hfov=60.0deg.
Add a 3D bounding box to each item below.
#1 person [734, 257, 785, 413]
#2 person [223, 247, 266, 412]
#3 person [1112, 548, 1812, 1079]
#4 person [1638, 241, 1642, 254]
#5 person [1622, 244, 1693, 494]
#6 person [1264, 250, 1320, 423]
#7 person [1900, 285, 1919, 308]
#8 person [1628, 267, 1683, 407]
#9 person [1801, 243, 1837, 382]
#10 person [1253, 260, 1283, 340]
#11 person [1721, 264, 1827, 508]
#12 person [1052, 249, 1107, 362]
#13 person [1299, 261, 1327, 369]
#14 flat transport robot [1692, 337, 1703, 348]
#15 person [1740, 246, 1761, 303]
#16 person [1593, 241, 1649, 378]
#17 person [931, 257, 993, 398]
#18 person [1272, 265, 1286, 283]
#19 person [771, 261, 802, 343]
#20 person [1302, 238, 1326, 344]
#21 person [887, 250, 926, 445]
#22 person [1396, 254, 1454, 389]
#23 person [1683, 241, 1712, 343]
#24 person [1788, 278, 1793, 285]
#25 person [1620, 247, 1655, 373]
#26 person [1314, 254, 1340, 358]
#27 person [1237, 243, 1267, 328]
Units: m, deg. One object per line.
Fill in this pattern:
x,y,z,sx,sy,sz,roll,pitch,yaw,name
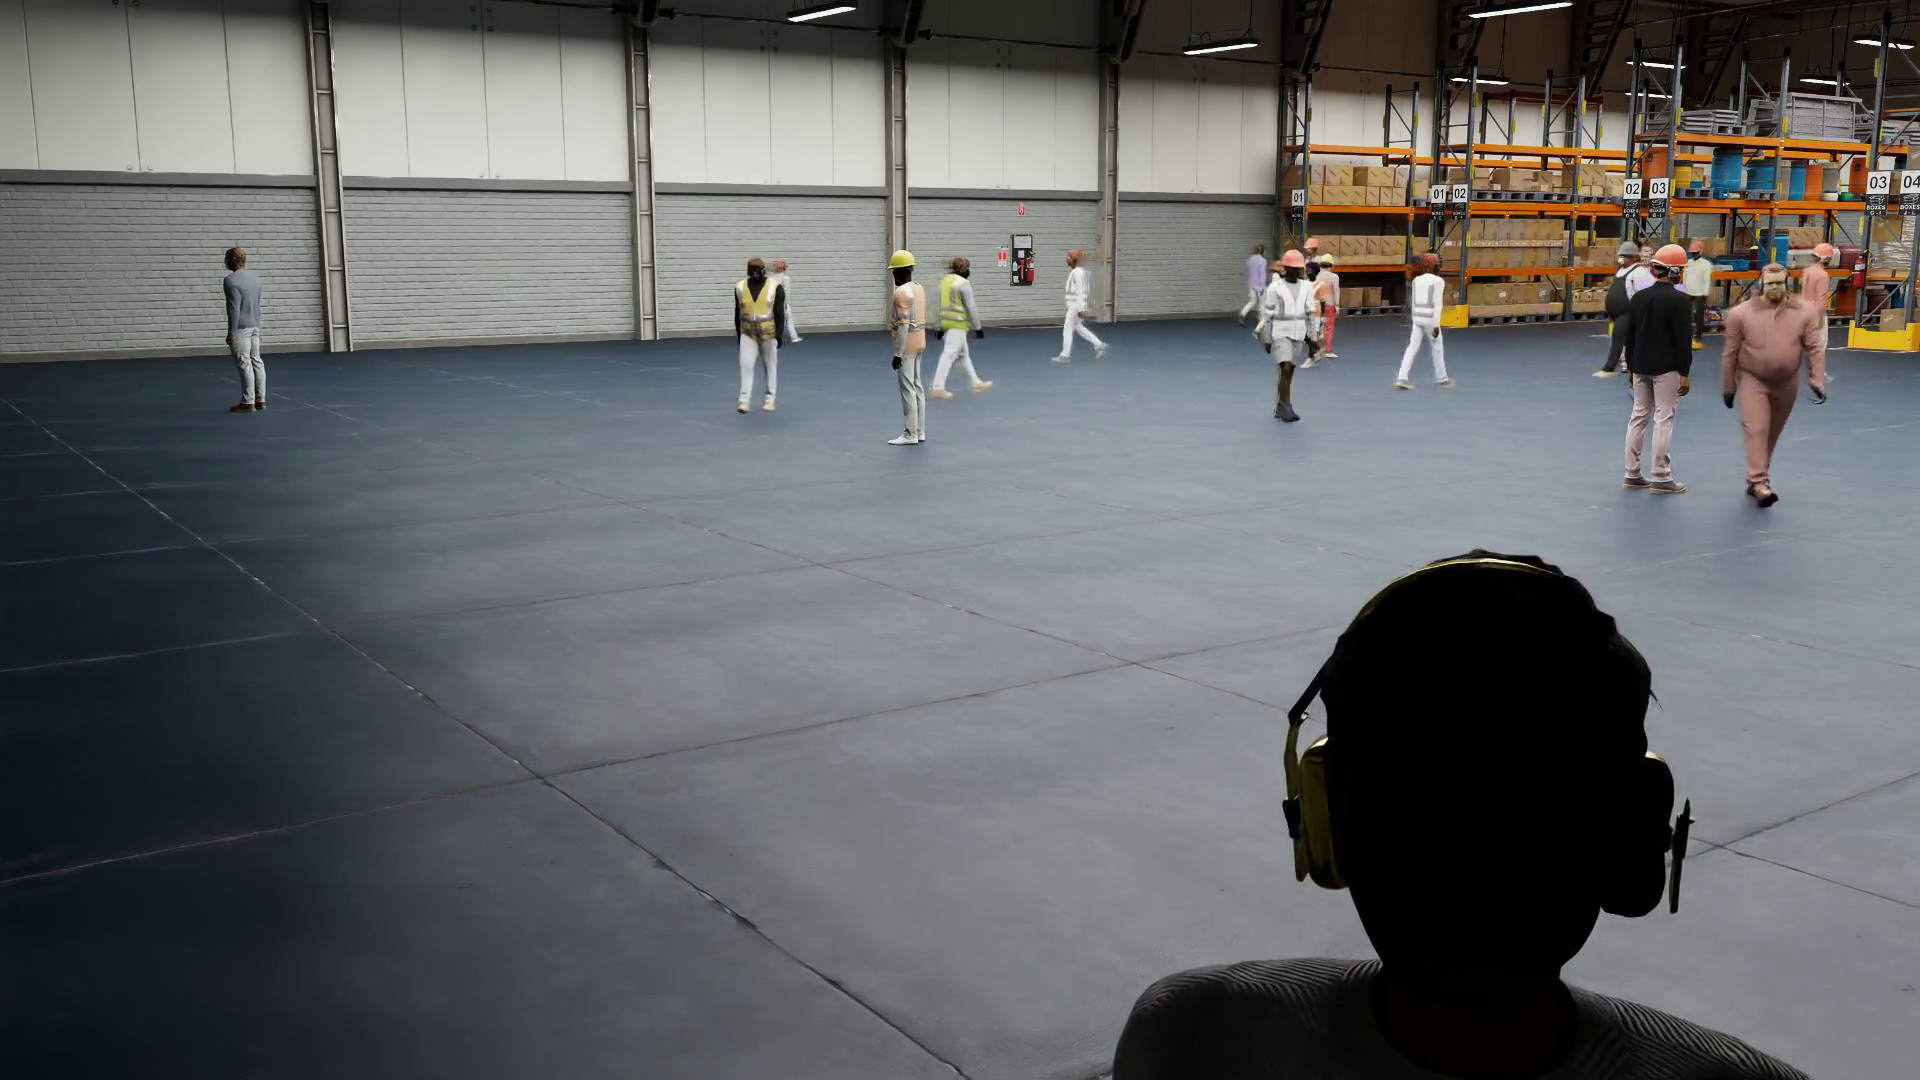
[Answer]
-2.369,-2.381,19.448,0.632,1.808,0.866,1,10,6,person
-8.466,-2.481,19.643,0.357,1.937,0.638,1,10,7,person
0.314,0.924,1.163,0.507,1.872,0.329,3,11,15,person
18.309,-7.103,44.929,0.709,1.947,0.642,-4,11,-21,person
5.650,-1.375,13.421,0.393,1.992,0.622,-5,11,-24,person
3.717,-2.254,18.476,0.557,1.896,0.893,-3,11,-15,person
19.211,-4.984,33.387,0.630,1.933,0.356,5,11,24,person
8.510,-2.538,20.349,0.585,1.786,0.971,1,10,6,person
12.082,-3.224,23.624,0.736,1.973,0.621,0,10,-3,person
6.262,-4.787,33.188,0.726,1.607,0.501,4,11,21,person
6.228,-1.178,12.750,0.656,1.846,1.022,1,10,7,person
1.974,-3.860,27.434,0.839,1.861,0.577,0,10,3,person
5.548,-3.535,26.091,0.544,1.684,0.545,-7,12,-33,person
12.810,-3.642,30.580,1.431,0.197,0.652,-1,10,-7,flat transport robot
19.364,-6.265,40.667,0.403,1.835,0.586,-6,12,-29,person
9.806,-3.391,24.346,0.966,2.000,0.690,-1,10,-4,person
0.014,-2.729,21.390,0.982,1.786,0.628,-5,11,-24,person
5.422,-3.789,27.696,0.495,1.622,0.374,4,11,21,person
-3.460,-4.559,32.005,0.519,1.585,0.893,8,13,38,person
6.776,-4.774,31.959,0.483,2.031,0.640,-4,11,-20,person
-0.541,-1.903,16.507,0.382,1.922,0.594,3,11,18,person
6.302,-2.944,22.478,1.011,1.833,0.592,-6,12,-31,person
13.887,-4.667,31.558,0.861,1.953,0.636,-6,12,-31,person
25.761,-8.183,51.748,0.512,1.615,0.382,1,10,7,person
10.329,-3.478,25.210,0.637,1.904,0.403,1,10,5,person
6.226,-3.982,28.335,0.527,1.772,0.301,9,13,39,person
6.655,-5.724,37.483,0.744,1.918,0.637,-6,12,-29,person
